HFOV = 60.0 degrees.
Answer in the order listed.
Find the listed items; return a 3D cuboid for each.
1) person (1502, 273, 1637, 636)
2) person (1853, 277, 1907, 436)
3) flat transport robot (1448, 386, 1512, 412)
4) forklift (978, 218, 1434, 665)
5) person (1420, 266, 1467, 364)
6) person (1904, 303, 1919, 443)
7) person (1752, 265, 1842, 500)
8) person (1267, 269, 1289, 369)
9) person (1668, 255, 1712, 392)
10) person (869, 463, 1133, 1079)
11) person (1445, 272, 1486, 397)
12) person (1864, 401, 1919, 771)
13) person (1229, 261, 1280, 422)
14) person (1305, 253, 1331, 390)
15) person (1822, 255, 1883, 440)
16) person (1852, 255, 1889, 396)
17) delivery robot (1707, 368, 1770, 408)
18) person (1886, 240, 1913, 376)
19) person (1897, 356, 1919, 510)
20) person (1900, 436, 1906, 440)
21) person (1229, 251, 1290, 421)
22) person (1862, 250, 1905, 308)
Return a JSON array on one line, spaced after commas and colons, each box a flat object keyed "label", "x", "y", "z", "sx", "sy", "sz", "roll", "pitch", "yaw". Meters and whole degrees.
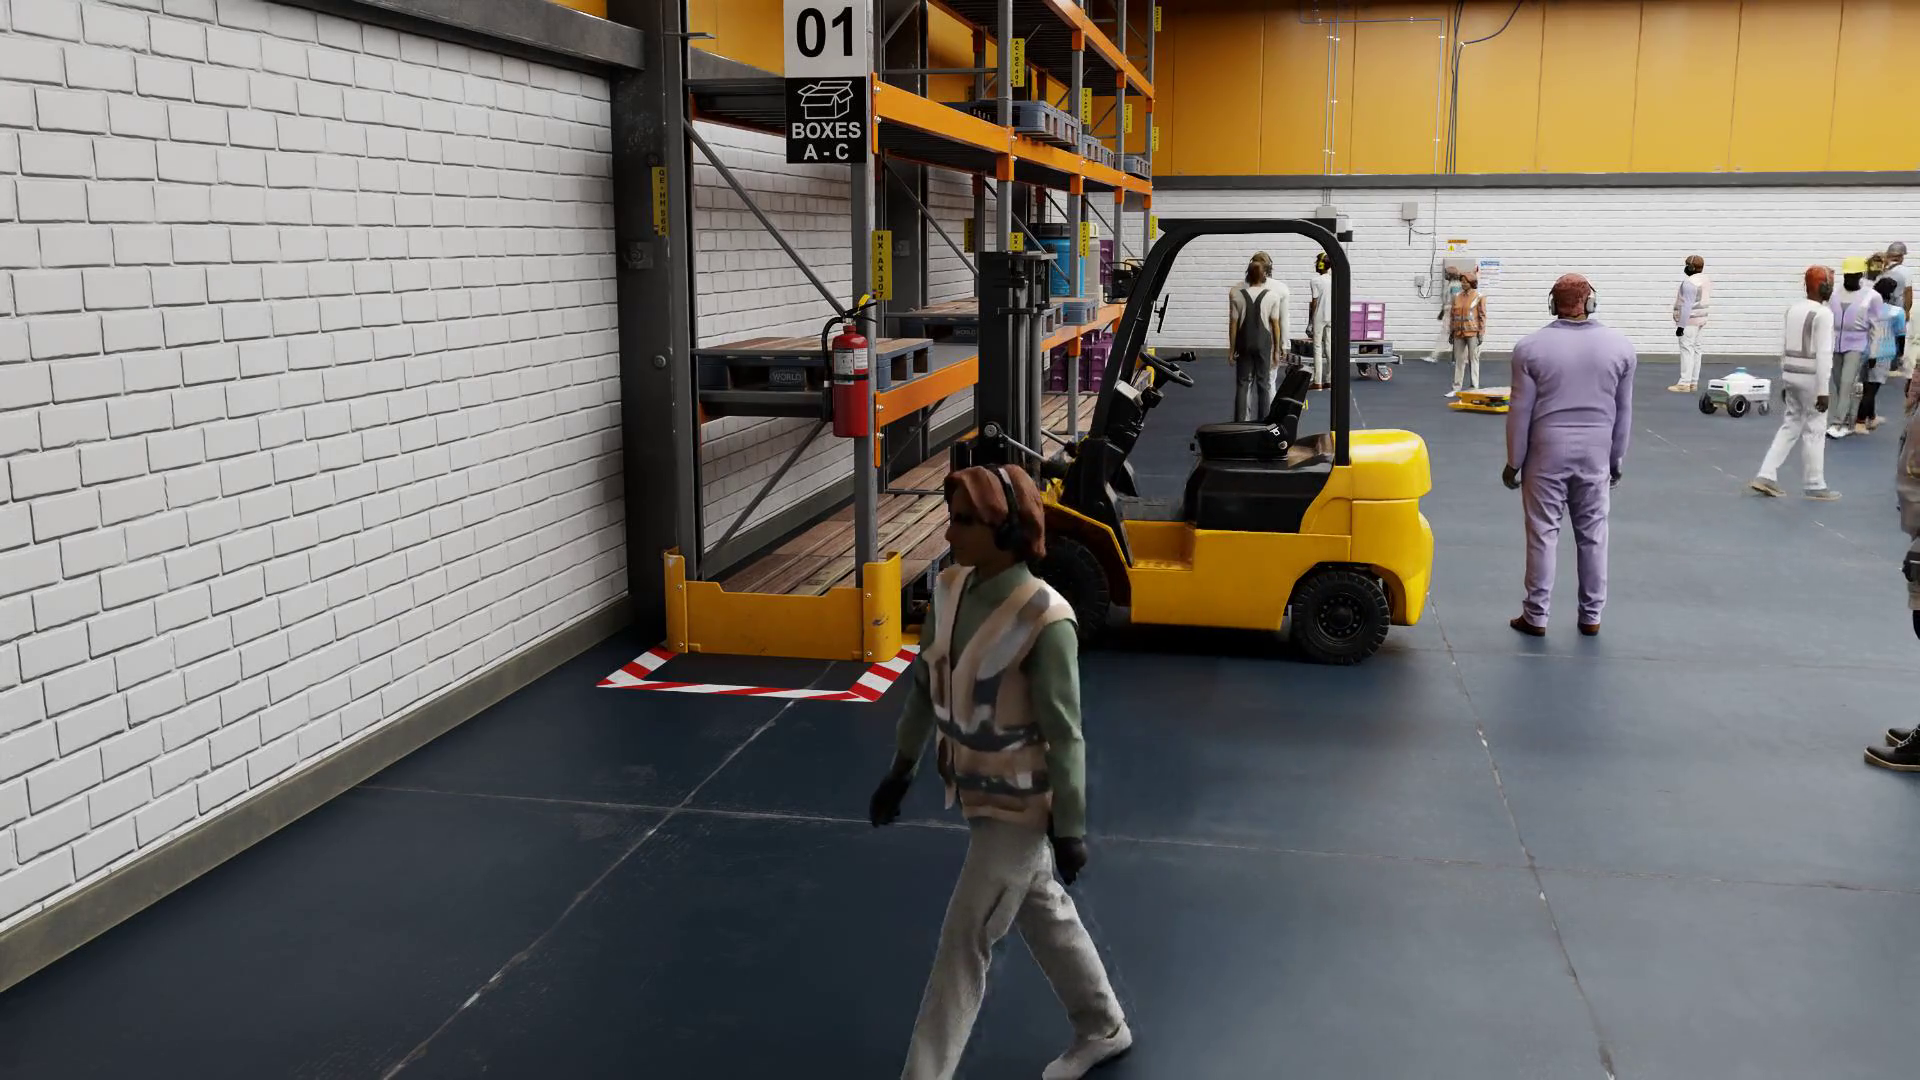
[{"label": "person", "x": 3.169, "y": -0.438, "z": 8.728, "sx": 0.642, "sy": 1.905, "sz": 0.401, "roll": 1, "pitch": 10, "yaw": 3}, {"label": "person", "x": 9.744, "y": -1.938, "z": 17.611, "sx": 0.831, "sy": 1.650, "sz": 0.530, "roll": -6, "pitch": 12, "yaw": -31}, {"label": "flat transport robot", "x": 6.609, "y": -1.720, "z": 20.228, "sx": 1.431, "sy": 0.197, "sz": 0.652, "roll": -9, "pitch": 14, "yaw": -42}, {"label": "forklift", "x": 1.285, "y": -0.567, "z": 8.635, "sx": 2.313, "sy": 2.155, "sz": 1.214, "roll": 2, "pitch": 11, "yaw": 11}, {"label": "person", "x": 7.990, "y": -3.681, "z": 27.340, "sx": 0.830, "sy": 1.602, "sz": 0.535, "roll": 2, "pitch": 11, "yaw": 13}, {"label": "person", "x": 8.197, "y": -1.397, "z": 13.911, "sx": 0.648, "sy": 1.947, "sz": 0.977, "roll": 1, "pitch": 10, "yaw": 8}, {"label": "person", "x": 6.739, "y": -1.246, "z": 13.272, "sx": 0.564, "sy": 1.888, "sz": 0.596, "roll": -1, "pitch": 10, "yaw": -3}, {"label": "person", "x": 4.852, "y": -3.554, "z": 26.533, "sx": 0.916, "sy": 1.637, "sz": 0.533, "roll": 5, "pitch": 11, "yaw": 25}, {"label": "person", "x": 9.876, "y": -2.923, "z": 22.518, "sx": 0.429, "sy": 1.844, "sz": 0.627, "roll": 10, "pitch": 14, "yaw": 44}, {"label": "person", "x": 0.095, "y": 0.605, "z": 3.862, "sx": 0.881, "sy": 1.592, "sz": 0.524, "roll": -5, "pitch": 11, "yaw": -25}, {"label": "person", "x": 6.578, "y": -2.651, "z": 21.588, "sx": 0.311, "sy": 1.636, "sz": 0.523, "roll": -8, "pitch": 13, "yaw": -37}, {"label": "person", "x": 3.852, "y": -0.064, "z": 6.502, "sx": 0.361, "sy": 1.963, "sz": 0.616, "roll": 10, "pitch": 14, "yaw": 44}, {"label": "person", "x": 3.057, "y": -1.969, "z": 17.279, "sx": 0.514, "sy": 1.842, "sz": 0.328, "roll": 3, "pitch": 11, "yaw": 15}, {"label": "person", "x": 4.944, "y": -2.978, "z": 22.736, "sx": 0.534, "sy": 1.871, "sz": 0.315, "roll": -6, "pitch": 12, "yaw": -30}, {"label": "person", "x": 9.117, "y": -1.979, "z": 17.209, "sx": 0.869, "sy": 1.892, "sz": 0.600, "roll": -6, "pitch": 12, "yaw": -31}, {"label": "person", "x": 11.904, "y": -2.781, "z": 21.725, "sx": 0.564, "sy": 1.841, "sz": 0.797, "roll": 0, "pitch": 10, "yaw": 2}, {"label": "delivery robot", "x": 9.149, "y": -1.781, "z": 19.531, "sx": 0.707, "sy": 0.478, "sz": 0.477, "roll": -4, "pitch": 11, "yaw": -23}, {"label": "person", "x": 14.078, "y": -3.493, "z": 25.096, "sx": 0.535, "sy": 2.000, "sz": 0.687, "roll": -3, "pitch": 11, "yaw": -17}, {"label": "person", "x": 7.616, "y": -1.088, "z": 12.805, "sx": 0.929, "sy": 1.718, "sz": 0.541, "roll": -3, "pitch": 11, "yaw": -18}, {"label": "person", "x": 9.944, "y": -1.896, "z": 16.881, "sx": 0.374, "sy": 1.840, "sz": 0.571, "roll": -3, "pitch": 11, "yaw": -14}, {"label": "person", "x": 3.119, "y": -2.036, "z": 17.391, "sx": 0.630, "sy": 1.940, "sz": 0.372, "roll": 2, "pitch": 11, "yaw": 13}, {"label": "person", "x": 12.830, "y": -3.090, "z": 23.256, "sx": 0.632, "sy": 1.915, "sz": 0.866, "roll": 7, "pitch": 13, "yaw": 34}]
